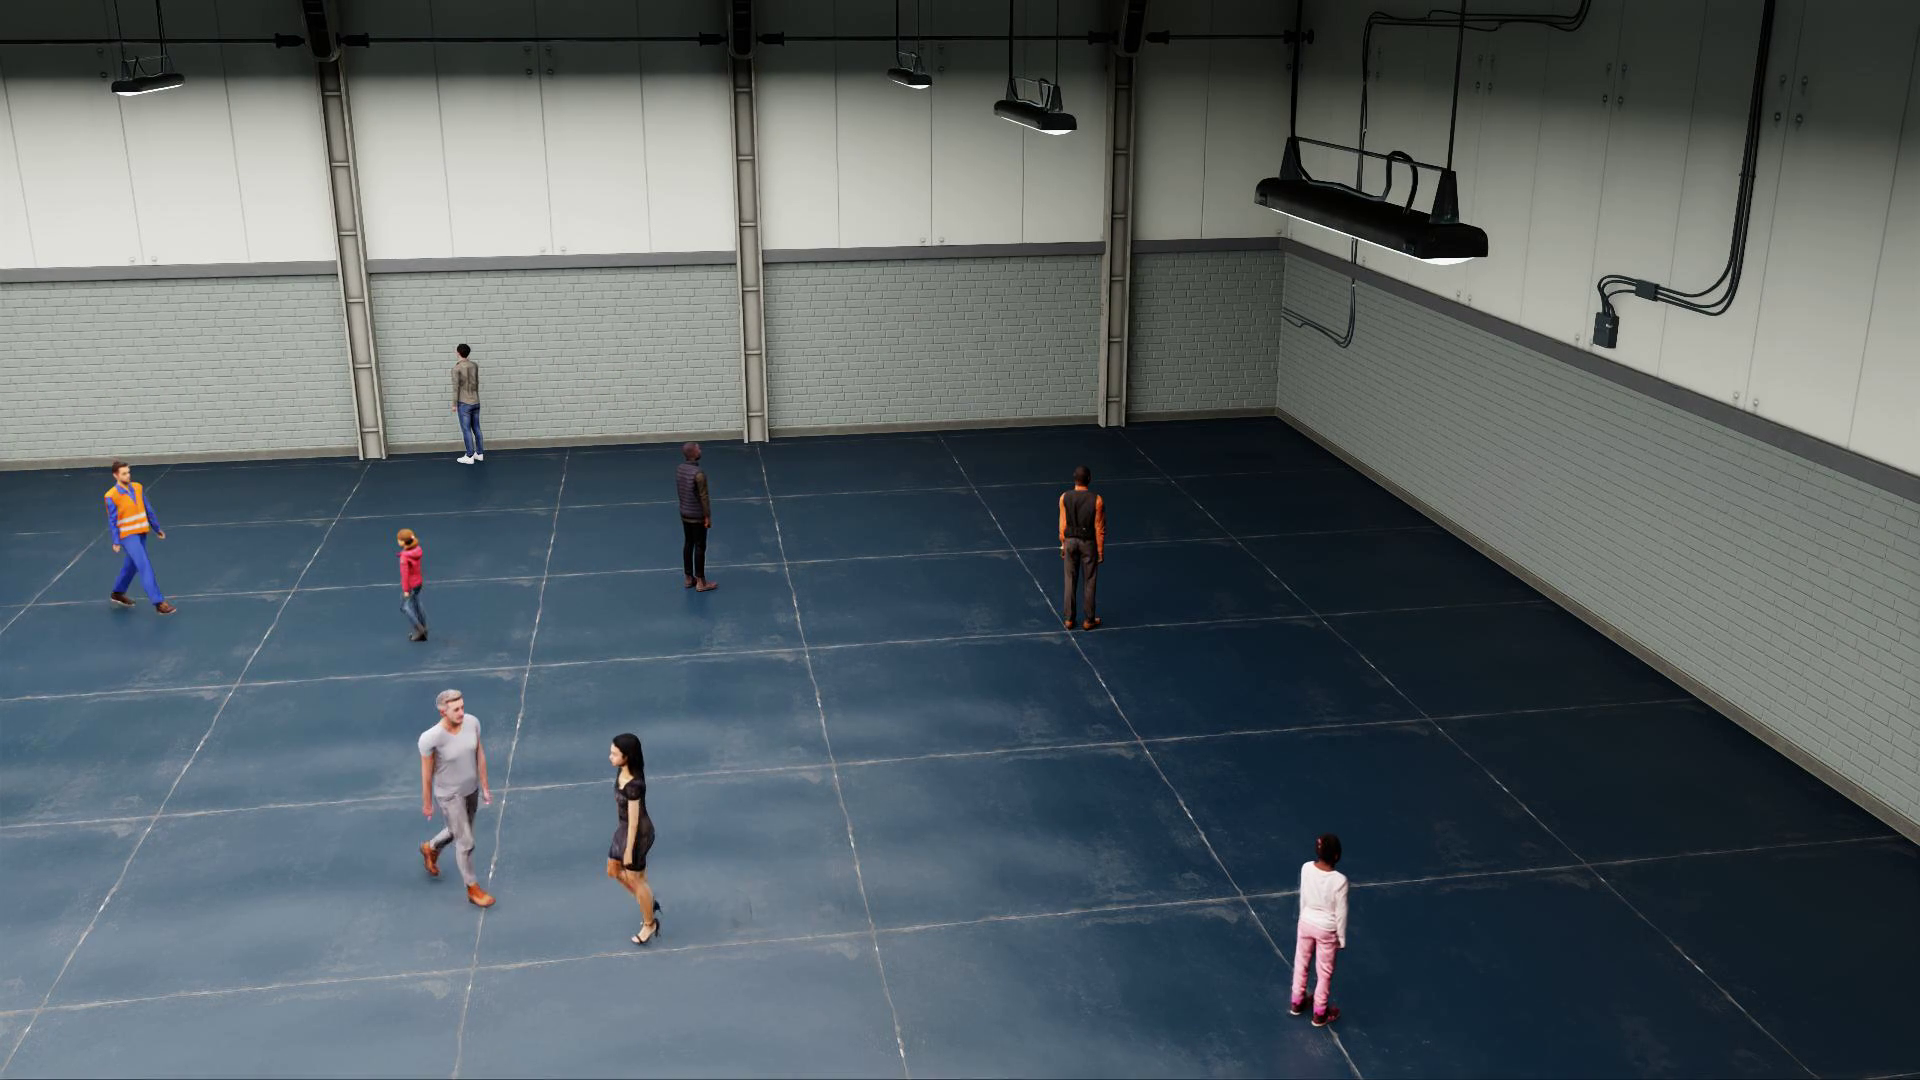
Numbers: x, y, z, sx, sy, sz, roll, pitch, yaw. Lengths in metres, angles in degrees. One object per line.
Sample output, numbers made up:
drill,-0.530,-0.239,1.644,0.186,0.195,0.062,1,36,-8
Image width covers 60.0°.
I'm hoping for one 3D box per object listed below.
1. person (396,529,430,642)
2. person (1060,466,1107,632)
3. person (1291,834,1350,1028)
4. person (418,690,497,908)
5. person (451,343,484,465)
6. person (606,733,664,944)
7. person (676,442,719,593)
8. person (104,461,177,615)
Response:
person,-6.036,0.512,18.509,0.650,1.309,0.610,5,19,14
person,1.375,0.082,18.865,0.714,1.908,0.843,5,19,16
person,2.508,2.689,11.603,0.608,1.447,0.647,16,24,40
person,-4.048,1.995,13.184,1.249,1.788,1.158,11,21,31
person,-7.589,-2.113,25.675,0.819,1.865,0.791,9,20,26
person,-2.344,2.242,12.456,0.703,1.768,0.697,-6,19,-19
person,-3.225,-0.297,20.146,0.785,1.835,0.781,-16,24,-41
person,-9.680,-0.027,19.335,1.319,1.824,1.047,5,19,15
